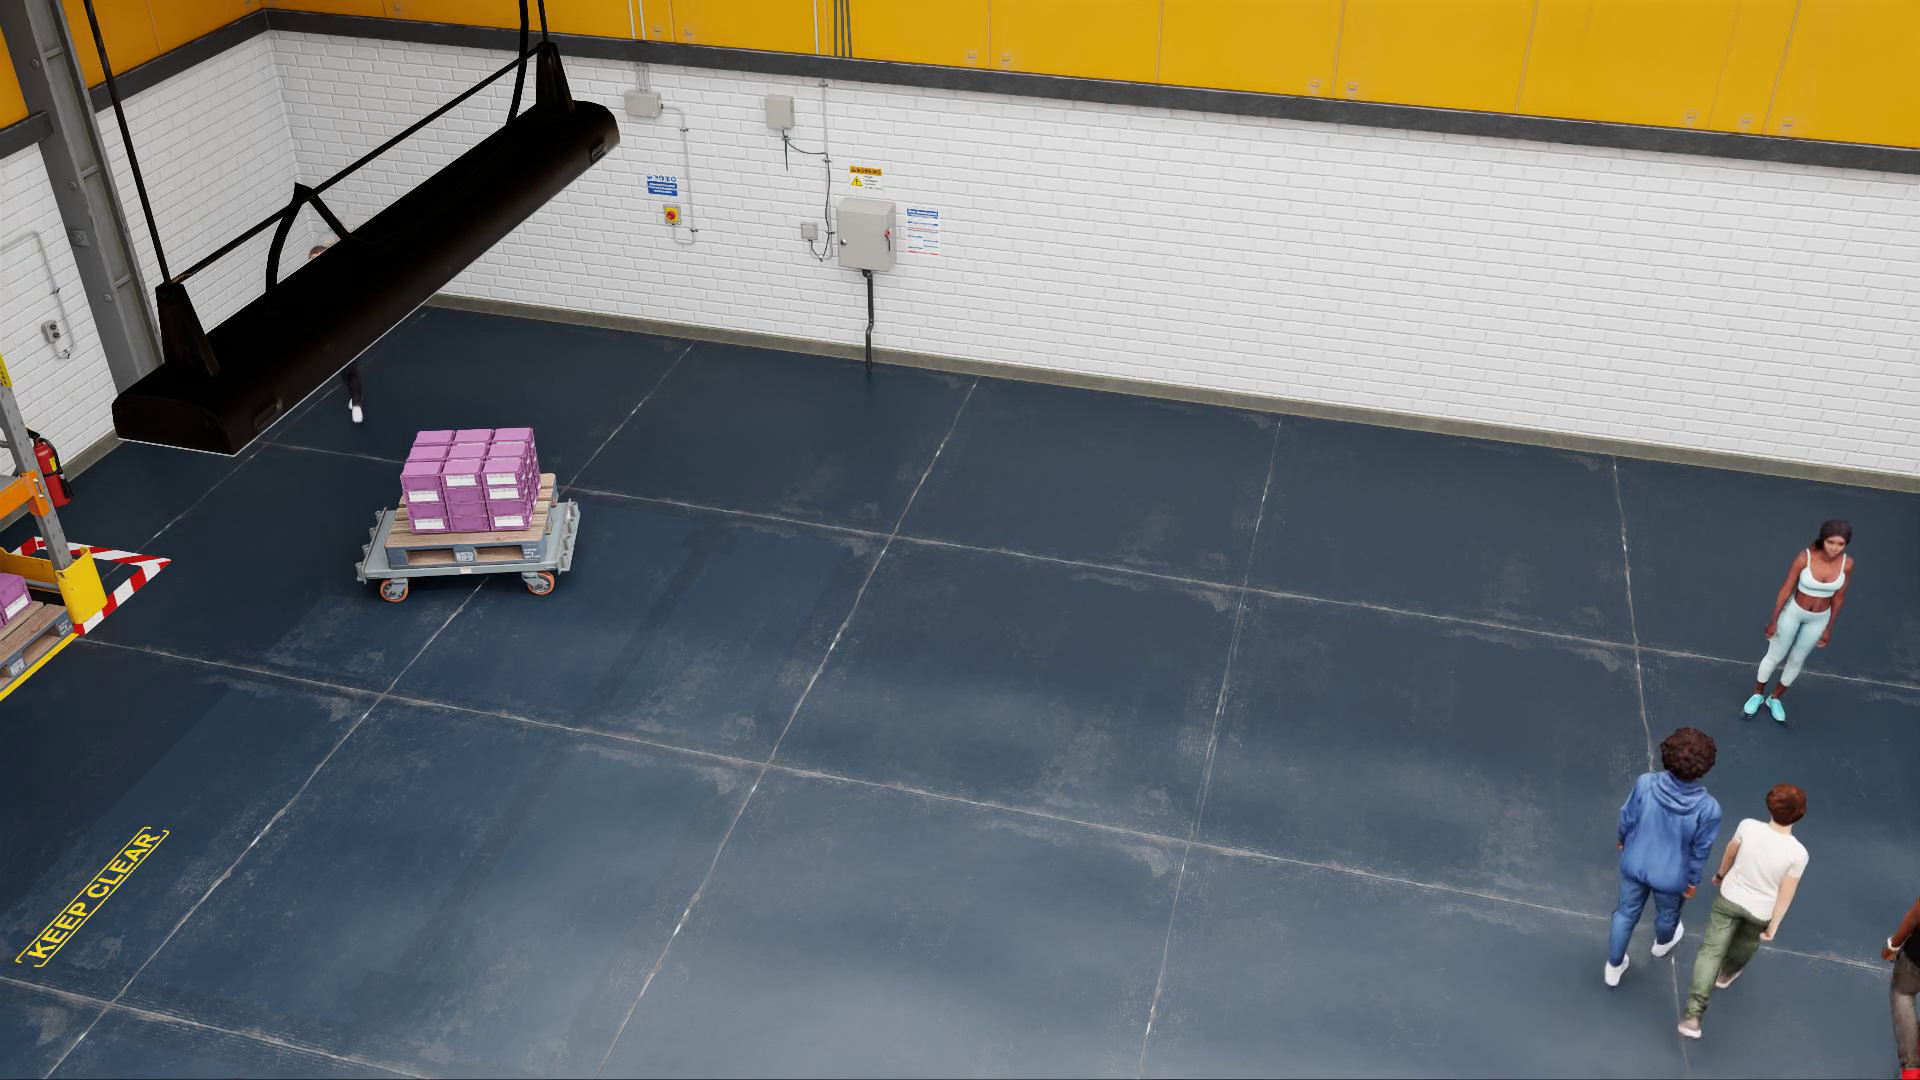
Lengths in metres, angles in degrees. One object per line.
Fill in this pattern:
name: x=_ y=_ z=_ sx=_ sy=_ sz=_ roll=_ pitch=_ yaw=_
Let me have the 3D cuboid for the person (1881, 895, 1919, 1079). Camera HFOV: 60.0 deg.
person: x=5.273 y=2.278 z=8.915 sx=0.735 sy=1.785 sz=0.962 roll=8 pitch=34 yaw=12

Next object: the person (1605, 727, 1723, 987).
person: x=3.967 y=1.877 z=9.516 sx=0.911 sy=1.789 sz=1.037 roll=26 pitch=41 yaw=33

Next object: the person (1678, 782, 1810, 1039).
person: x=4.380 y=2.107 z=9.324 sx=0.899 sy=1.618 sz=1.215 roll=22 pitch=40 yaw=30

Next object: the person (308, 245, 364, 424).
person: x=-5.745 y=-1.977 z=15.425 sx=0.806 sy=1.664 sz=0.948 roll=-3 pitch=34 yaw=-5

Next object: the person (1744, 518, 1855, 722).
person: x=5.865 y=0.555 z=11.573 sx=0.559 sy=1.713 sz=0.569 roll=9 pitch=35 yaw=13
